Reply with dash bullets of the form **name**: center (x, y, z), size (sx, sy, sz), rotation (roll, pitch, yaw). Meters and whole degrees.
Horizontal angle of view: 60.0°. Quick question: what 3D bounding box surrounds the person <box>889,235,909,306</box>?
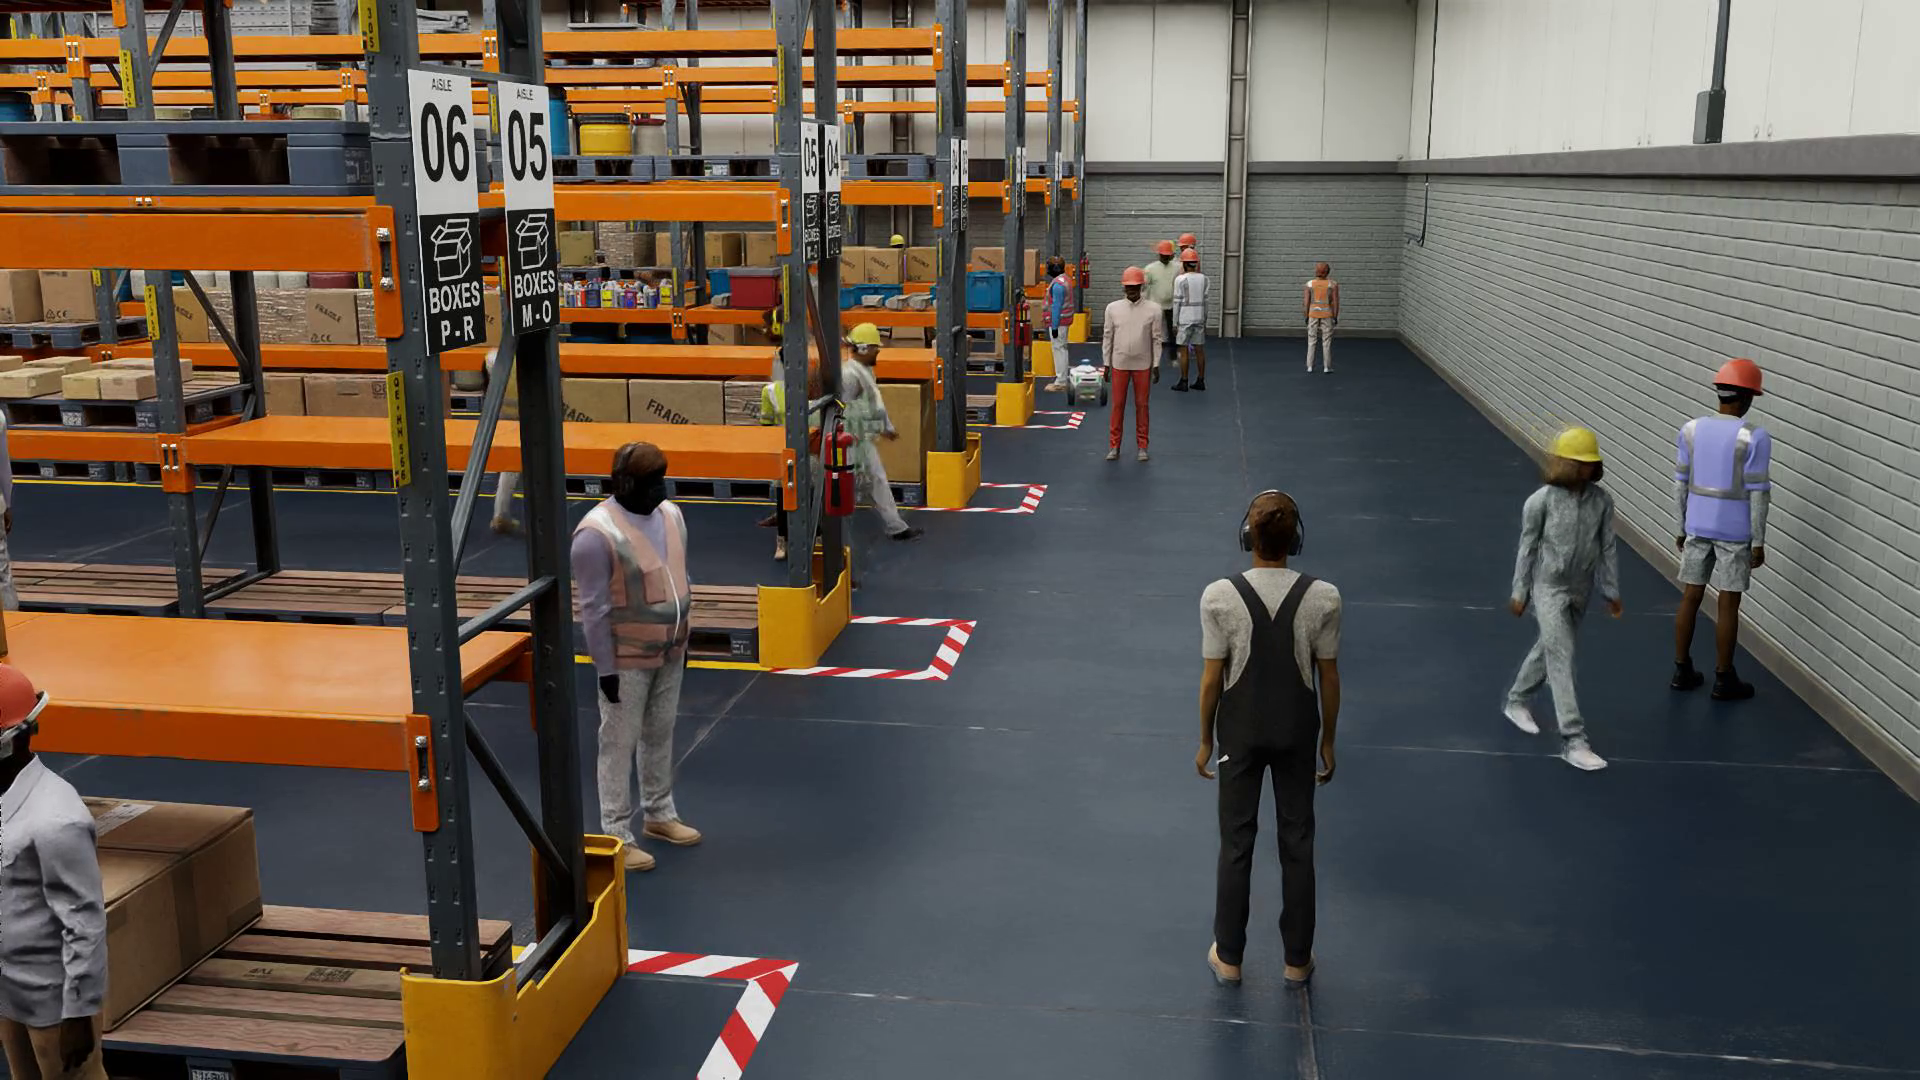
- **person**: center (-1.018, -4.122, 27.761), size (0.589, 1.918, 0.389), rotation (-12, 17, -42)

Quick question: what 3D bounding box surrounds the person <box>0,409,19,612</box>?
- **person**: center (-5.890, -0.165, 9.830), size (0.384, 1.948, 0.605), rotation (7, 14, 28)

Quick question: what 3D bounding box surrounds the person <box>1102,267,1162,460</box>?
- **person**: center (1.770, -1.813, 17.162), size (0.618, 1.994, 0.380), rotation (2, 13, 7)

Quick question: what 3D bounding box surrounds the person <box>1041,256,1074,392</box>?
- **person**: center (1.320, -2.933, 22.603), size (0.431, 1.836, 0.618), rotation (3, 13, 12)

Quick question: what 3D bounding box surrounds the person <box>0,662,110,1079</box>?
- **person**: center (-2.434, 1.148, 4.347), size (0.564, 1.748, 0.339), rotation (10, 16, 38)

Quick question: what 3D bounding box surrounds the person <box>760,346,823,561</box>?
- **person**: center (-1.254, -0.667, 12.685), size (0.530, 1.688, 0.323), rotation (0, 12, -1)

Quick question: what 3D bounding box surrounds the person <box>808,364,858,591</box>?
- **person**: center (-0.946, -0.438, 11.820), size (0.537, 1.610, 0.515), rotation (4, 13, 19)

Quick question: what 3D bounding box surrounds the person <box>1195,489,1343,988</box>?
- **person**: center (1.109, 0.728, 6.028), size (0.505, 1.847, 0.344), rotation (1, 13, 6)

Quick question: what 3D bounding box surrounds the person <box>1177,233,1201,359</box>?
- **person**: center (3.634, -3.886, 26.549), size (0.406, 1.986, 0.613), rotation (-1, 13, -4)

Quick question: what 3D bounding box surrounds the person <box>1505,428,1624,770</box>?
- **person**: center (3.087, 0.258, 8.503), size (0.491, 1.697, 0.919), rotation (-4, 13, -18)

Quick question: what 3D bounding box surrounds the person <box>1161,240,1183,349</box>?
- **person**: center (3.520, -4.133, 28.046), size (0.403, 1.816, 0.606), rotation (-9, 15, -34)

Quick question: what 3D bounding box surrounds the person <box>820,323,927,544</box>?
- **person**: center (-0.782, -0.853, 13.350), size (0.950, 1.775, 0.594), rotation (0, 12, 2)

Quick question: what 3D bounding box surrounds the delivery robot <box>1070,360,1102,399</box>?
- **delivery robot**: center (1.617, -2.072, 21.394), size (0.477, 0.478, 0.707), rotation (0, 13, -2)

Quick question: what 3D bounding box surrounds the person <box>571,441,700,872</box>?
- **person**: center (-1.367, 0.485, 7.159), size (0.429, 1.840, 0.626), rotation (7, 14, 30)

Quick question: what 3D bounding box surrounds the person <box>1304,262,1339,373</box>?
- **person**: center (5.345, -3.285, 24.611), size (0.511, 1.643, 0.308), rotation (5, 14, 23)

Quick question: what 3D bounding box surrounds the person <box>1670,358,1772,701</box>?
- **person**: center (4.305, -0.059, 9.396), size (0.370, 1.928, 0.543), rotation (-9, 15, -35)

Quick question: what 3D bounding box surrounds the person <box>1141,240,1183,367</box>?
- **person**: center (3.005, -3.567, 25.220), size (0.792, 1.950, 0.550), rotation (-2, 13, -10)

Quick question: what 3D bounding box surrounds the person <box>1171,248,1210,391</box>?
- **person**: center (3.119, -2.994, 22.650), size (0.545, 1.927, 0.405), rotation (-6, 14, -26)
